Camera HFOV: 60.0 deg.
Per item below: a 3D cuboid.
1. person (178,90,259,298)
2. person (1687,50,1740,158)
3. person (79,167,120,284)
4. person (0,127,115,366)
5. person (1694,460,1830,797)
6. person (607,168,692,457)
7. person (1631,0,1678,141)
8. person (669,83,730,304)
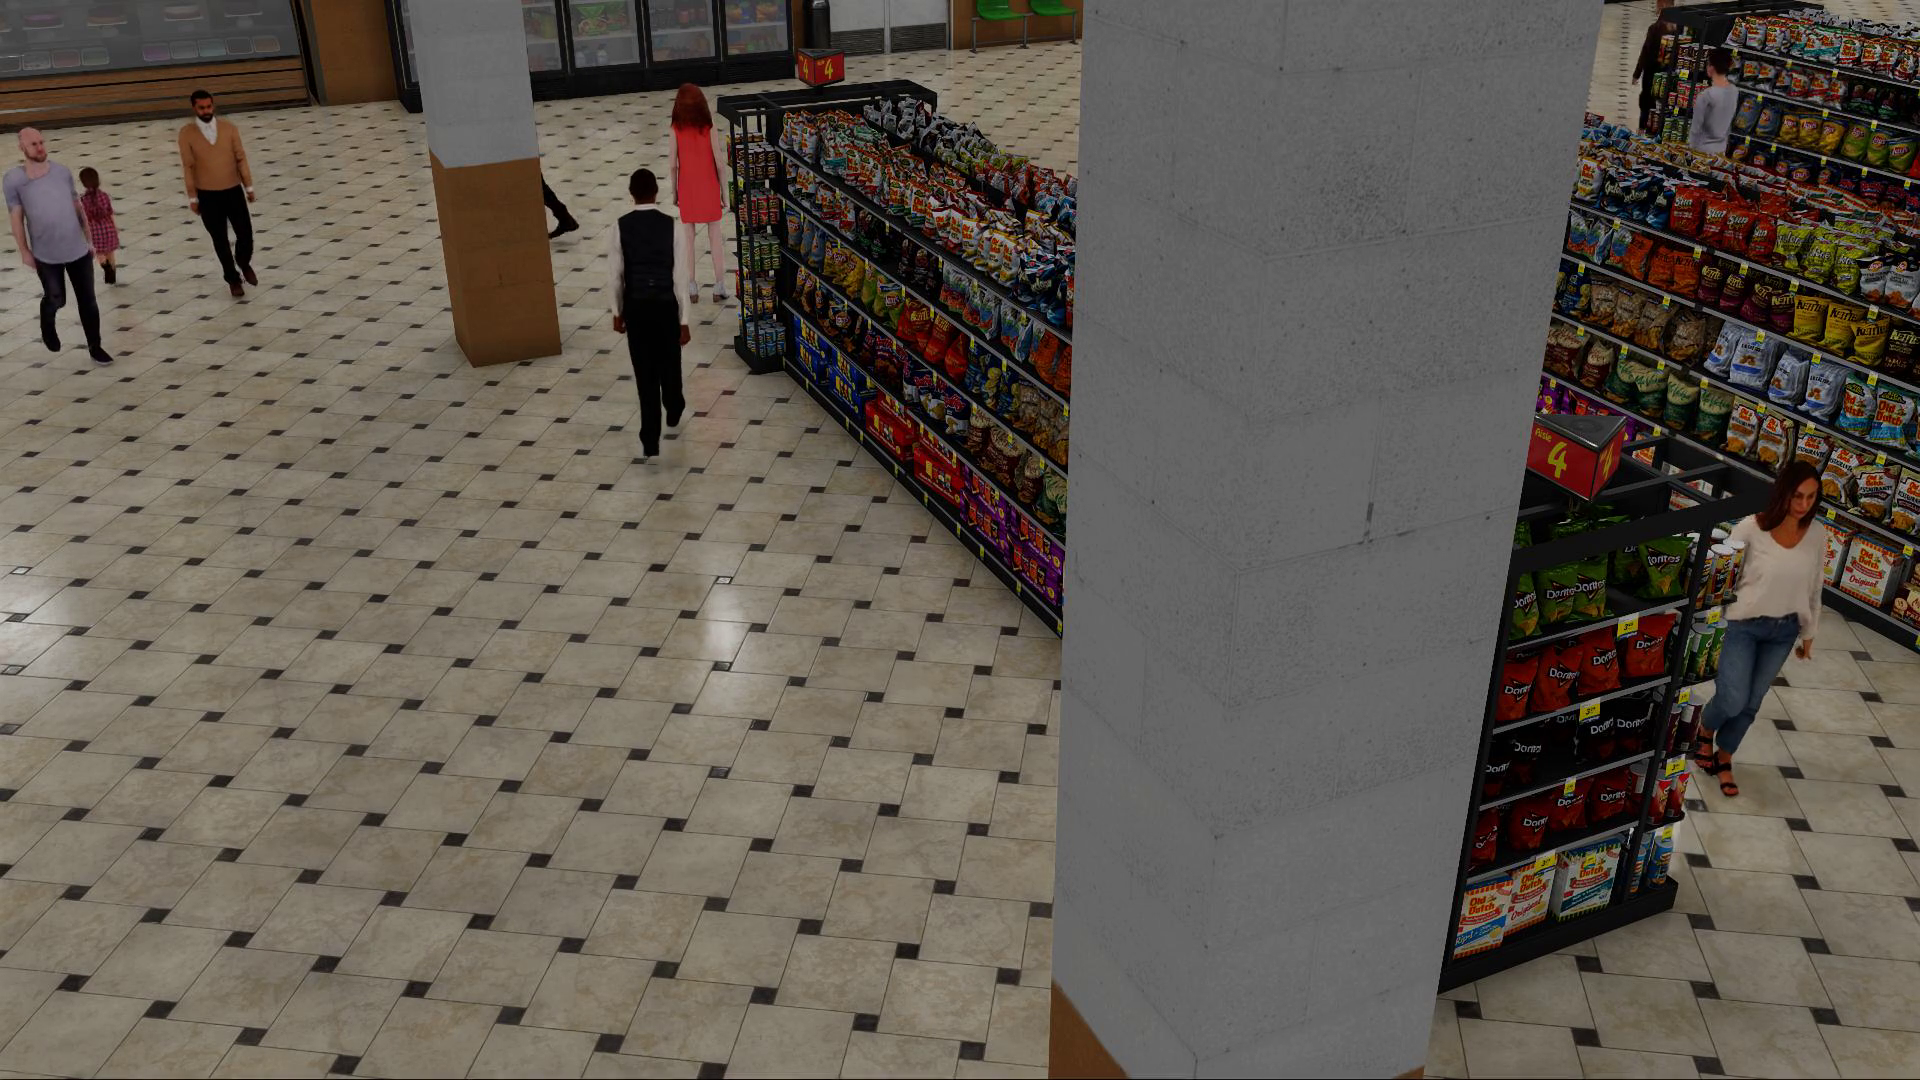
[{"bbox_3d":[-6.315,-2.957,14.145,0.712,1.740,0.730,-16,31,-29],"label":"person"},{"bbox_3d":[6.815,-3.467,15.048,0.637,1.833,0.766,-12,29,-21],"label":"person"},{"bbox_3d":[-7.477,-2.720,14.481,0.506,1.014,0.599,-23,35,-38],"label":"person"},{"bbox_3d":[-6.859,-2.215,12.592,0.983,1.823,0.877,20,33,34],"label":"person"},{"bbox_3d":[3.634,0.372,7.655,0.747,1.673,0.772,0,27,0],"label":"person"},{"bbox_3d":[-2.054,-1.450,11.031,1.000,1.870,1.378,-3,27,-6],"label":"person"},{"bbox_3d":[7.859,-5.209,18.639,0.678,1.694,0.707,-17,32,-30],"label":"person"},{"bbox_3d":[-2.191,-2.895,13.929,0.678,1.825,0.664,0,27,1],"label":"person"}]
